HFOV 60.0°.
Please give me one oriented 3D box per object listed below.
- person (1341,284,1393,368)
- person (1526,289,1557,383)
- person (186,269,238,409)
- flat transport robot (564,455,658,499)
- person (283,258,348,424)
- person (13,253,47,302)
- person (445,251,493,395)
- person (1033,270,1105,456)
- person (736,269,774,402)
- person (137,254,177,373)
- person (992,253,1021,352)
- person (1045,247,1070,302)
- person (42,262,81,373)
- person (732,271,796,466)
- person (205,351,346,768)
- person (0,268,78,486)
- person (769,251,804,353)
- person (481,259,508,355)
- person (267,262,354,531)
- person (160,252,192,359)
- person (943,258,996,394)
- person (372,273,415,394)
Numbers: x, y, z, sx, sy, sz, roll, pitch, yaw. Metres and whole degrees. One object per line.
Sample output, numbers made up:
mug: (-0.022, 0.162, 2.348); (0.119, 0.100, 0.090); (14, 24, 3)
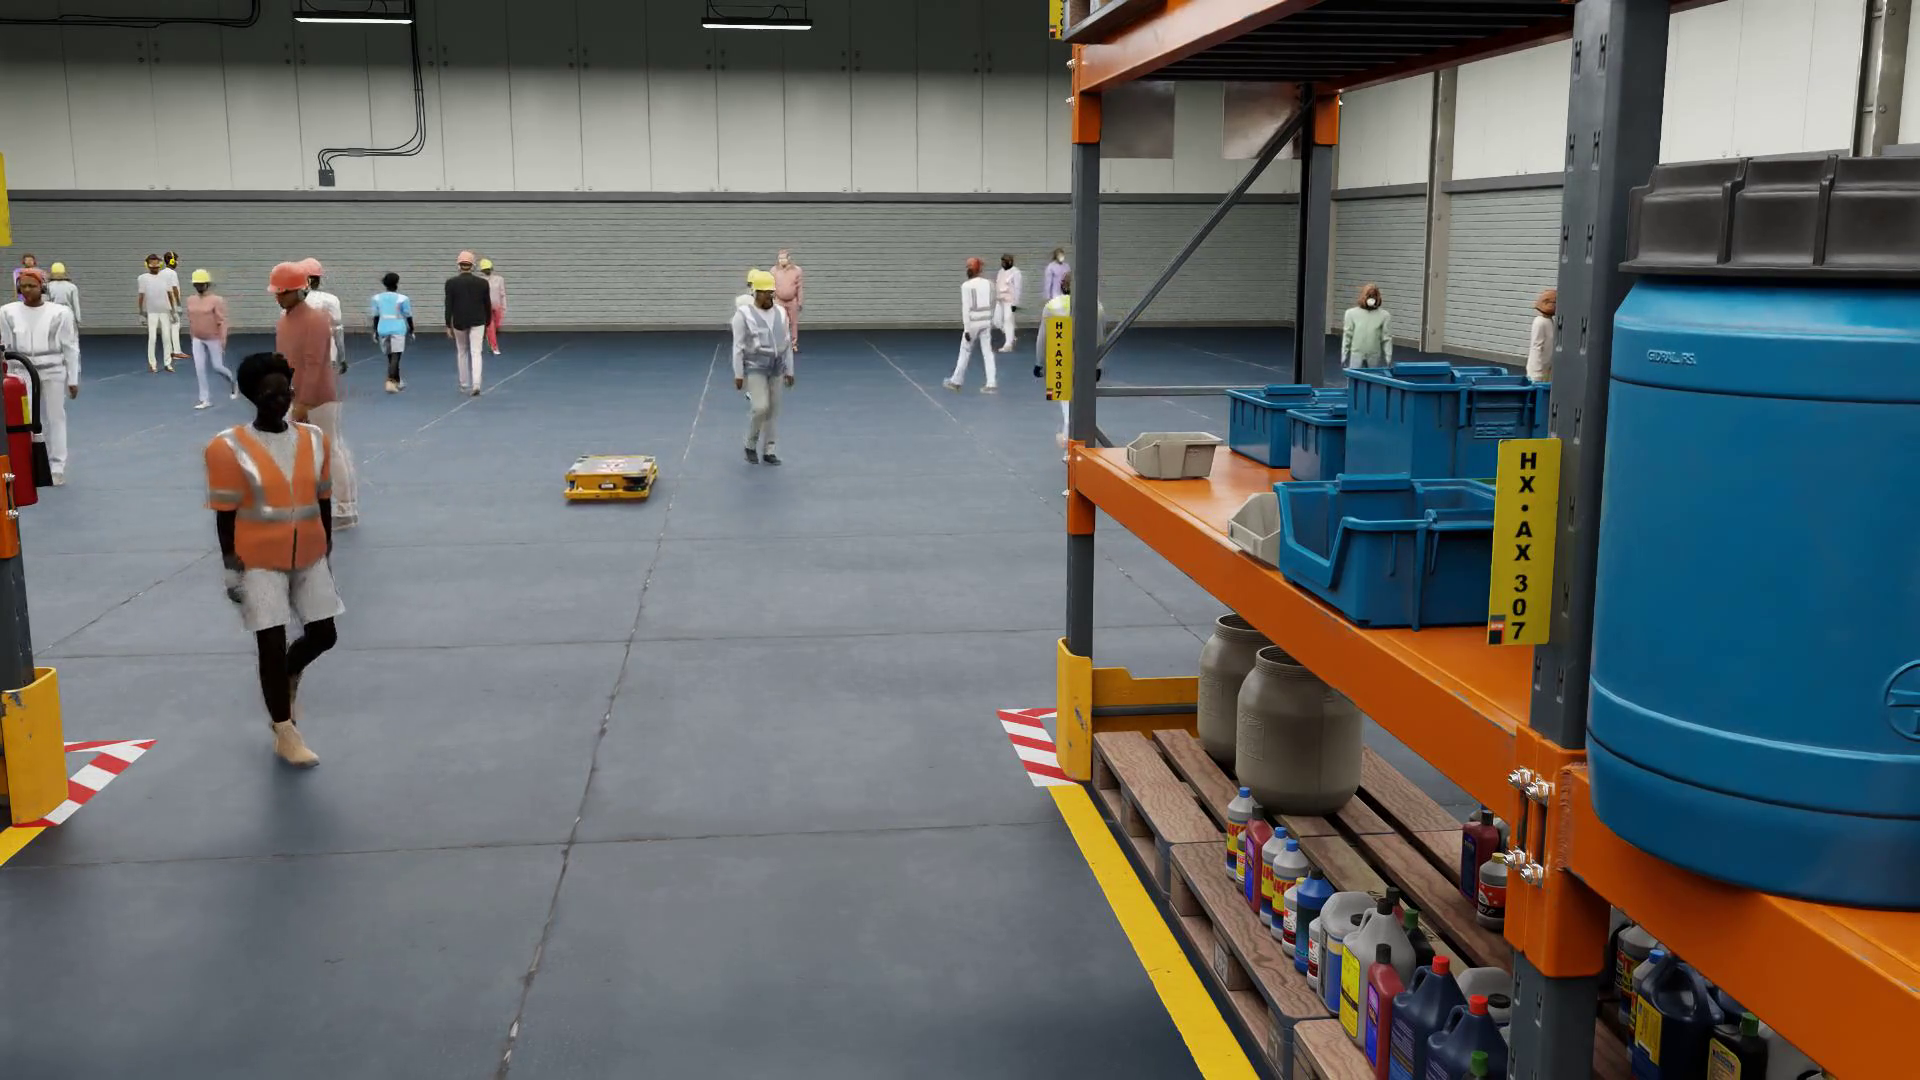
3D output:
person: (4.456, -1.981, 18.179); (0.538, 1.608, 0.611); (1, 10, 6)
person: (5.706, -1.633, 16.284); (0.302, 1.627, 0.497); (9, 14, 40)
person: (-9.417, -2.536, 20.905); (0.522, 1.745, 0.664); (1, 10, 7)
flat transport robot: (-2.924, -0.543, 14.006); (0.652, 0.197, 1.431); (-1, 10, -6)
person: (-6.418, -1.839, 16.576); (0.553, 1.922, 0.441); (-1, 10, -7)
person: (-17.666, -4.544, 31.662); (0.587, 1.829, 0.610); (-4, 11, -22)
person: (-6.653, -2.935, 22.561); (0.624, 1.947, 0.969); (-3, 11, -17)
person: (1.035, -1.728, 16.287); (0.638, 1.796, 0.922); (-4, 11, -21)
person: (-2.602, -2.583, 21.203); (0.534, 1.724, 0.890); (-6, 12, -30)
person: (-12.669, -3.572, 26.250); (0.536, 1.865, 0.346); (-9, 14, -42)
person: (0.873, -4.410, 30.926); (0.446, 1.830, 0.656); (-6, 12, -31)
person: (1.946, -4.890, 33.300); (0.635, 1.922, 0.756); (-9, 14, -41)
person: (-14.020, -3.457, 25.960); (0.506, 1.735, 0.363); (-7, 12, -33)
person: (-1.815, -1.588, 15.508); (0.594, 1.818, 0.421); (-9, 13, -39)
person: (-2.798, 0.071, 6.771); (0.493, 1.683, 0.540); (9, 14, 41)
person: (-7.809, -1.359, 14.090); (0.618, 1.864, 0.604); (-3, 11, -15)
person: (-3.180, -4.335, 30.411); (0.647, 1.875, 0.634); (0, 10, -2)
person: (-8.525, -4.238, 30.207); (0.550, 1.739, 0.560); (-7, 12, -33)
person: (-4.762, -0.981, 11.824); (0.605, 1.945, 0.916); (7, 12, 34)
person: (-13.852, -4.122, 29.274); (0.549, 1.869, 0.343); (8, 13, 38)
person: (0.182, -2.923, 22.737); (0.601, 1.831, 0.967); (-9, 13, -39)
person: (-7.791, -2.843, 22.844); (0.535, 1.646, 0.895); (1, 10, 6)
